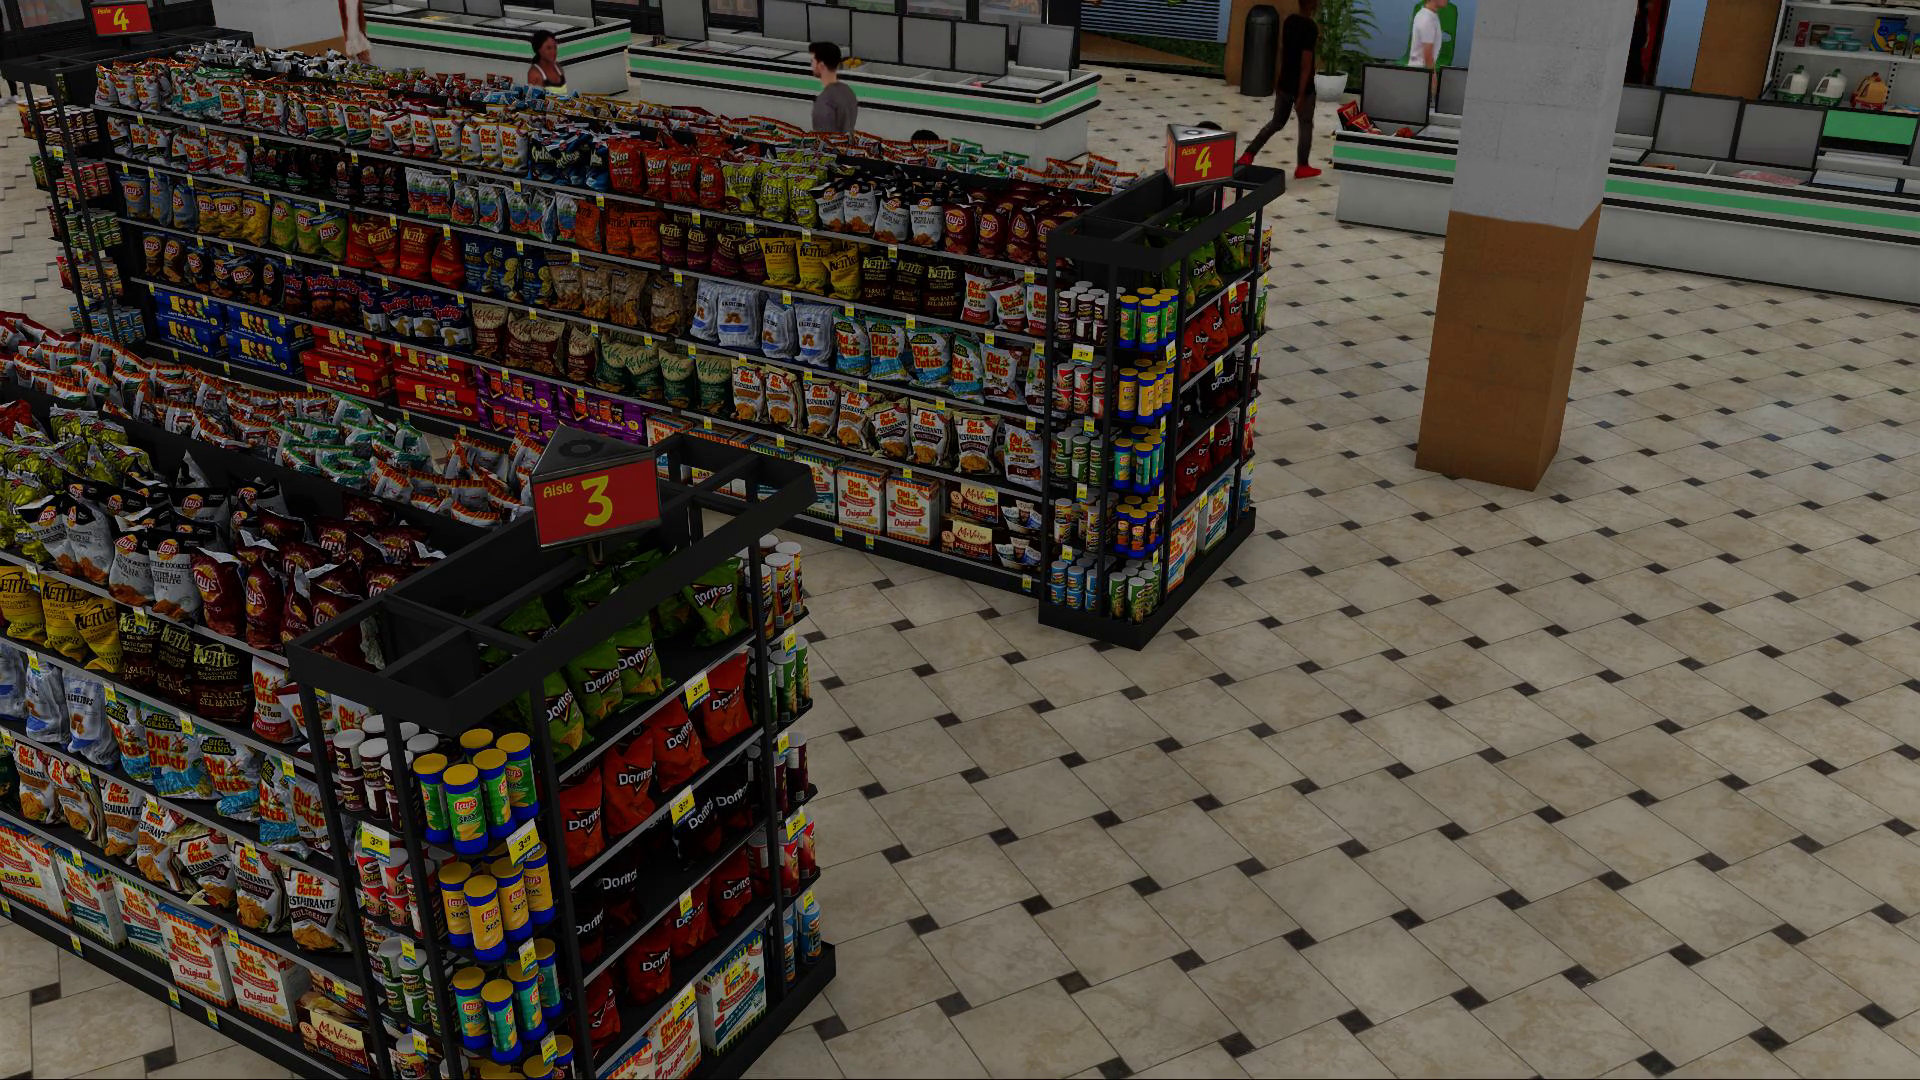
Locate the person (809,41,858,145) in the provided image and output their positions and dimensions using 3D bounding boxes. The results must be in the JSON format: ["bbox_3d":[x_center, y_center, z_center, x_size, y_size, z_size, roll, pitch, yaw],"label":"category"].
[{"bbox_3d":[-0.813,-2.675,12.292,1.285,1.852,0.847,10,29,19],"label":"person"}]

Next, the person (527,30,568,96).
[{"bbox_3d":[-3.420,-3.290,13.652,1.042,1.717,0.678,19,33,33],"label":"person"}]

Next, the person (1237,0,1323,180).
[{"bbox_3d":[2.993,-4.140,15.268,1.108,1.771,1.205,-15,30,-27],"label":"person"}]

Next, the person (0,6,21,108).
[{"bbox_3d":[-10.754,-5.651,18.343,0.562,1.686,0.625,19,32,32],"label":"person"}]

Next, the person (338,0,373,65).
[{"bbox_3d":[-6.712,-5.518,18.062,0.677,1.702,0.618,14,30,26],"label":"person"}]
